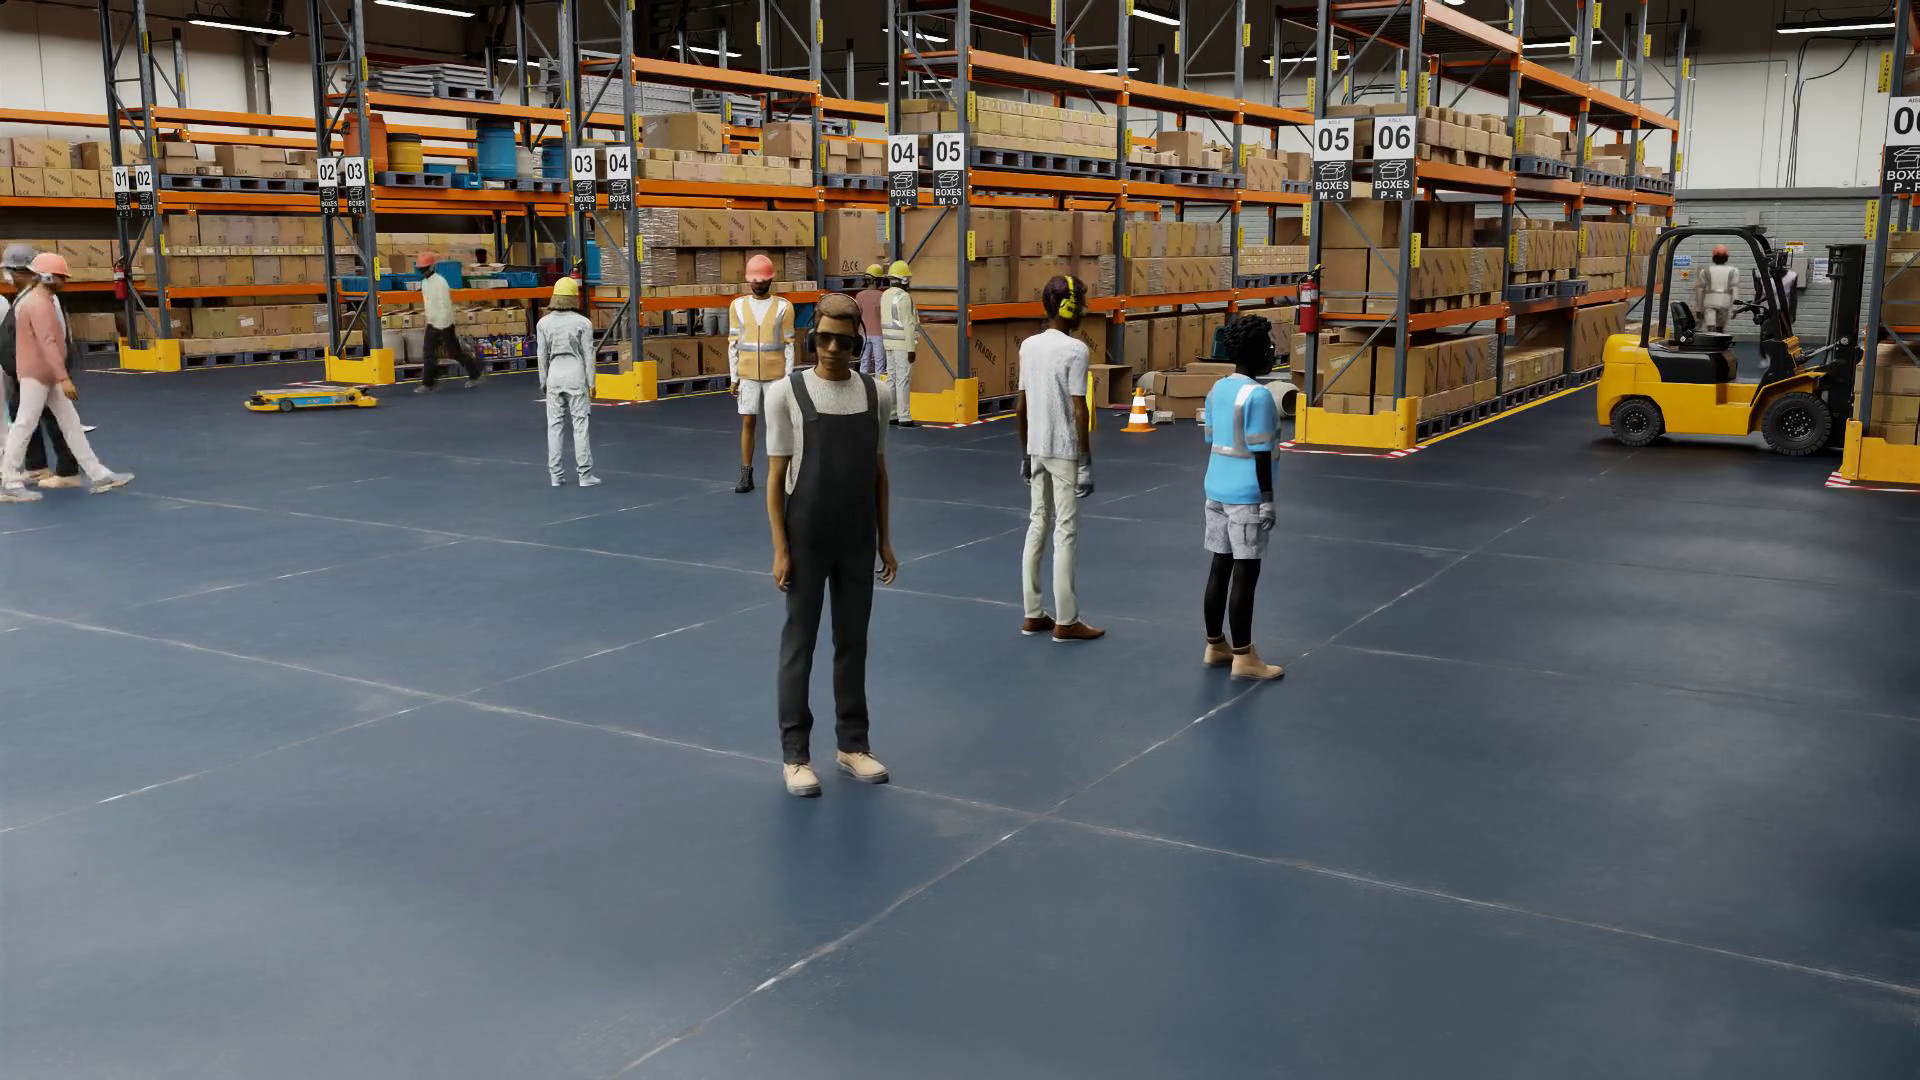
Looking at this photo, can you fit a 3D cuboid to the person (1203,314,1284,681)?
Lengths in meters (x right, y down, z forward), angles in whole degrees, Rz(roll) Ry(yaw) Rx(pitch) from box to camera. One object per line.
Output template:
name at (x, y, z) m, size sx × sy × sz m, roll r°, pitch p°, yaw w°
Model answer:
person at (1.317, -0.197, 7.757) m, size 0.319 × 1.697 × 0.533 m, roll -3°, pitch 11°, yaw -18°

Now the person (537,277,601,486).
person at (-3.268, -1.316, 13.894) m, size 0.493 × 1.742 × 0.322 m, roll 1°, pitch 10°, yaw 7°

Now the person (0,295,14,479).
person at (-8.447, -1.457, 14.236) m, size 0.652 × 1.904 × 0.402 m, roll -4°, pitch 11°, yaw -19°

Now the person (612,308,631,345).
person at (-6.501, -4.594, 32.002) m, size 0.597 × 1.831 × 0.403 m, roll 8°, pitch 13°, yaw 37°

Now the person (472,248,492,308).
person at (-10.020, -5.093, 34.534) m, size 0.603 × 1.939 × 0.841 m, roll 10°, pitch 14°, yaw 43°

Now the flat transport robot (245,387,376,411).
flat transport robot at (-7.955, -1.736, 20.364) m, size 1.431 × 0.197 × 0.652 m, roll -6°, pitch 12°, yaw -28°

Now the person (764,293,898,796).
person at (-0.470, 0.015, 6.167) m, size 0.505 × 1.842 × 0.349 m, roll -6°, pitch 12°, yaw -29°

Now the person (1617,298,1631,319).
person at (12.578, -4.551, 31.750) m, size 0.690 × 1.836 × 0.552 m, roll 5°, pitch 11°, yaw 24°

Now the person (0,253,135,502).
person at (-7.132, -1.282, 13.134) m, size 1.038 × 1.930 × 0.662 m, roll -4°, pitch 11°, yaw -23°

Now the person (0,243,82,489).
person at (-7.653, -1.425, 13.673) m, size 0.672 × 2.000 × 0.705 m, roll -6°, pitch 12°, yaw -30°

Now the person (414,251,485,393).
person at (-7.009, -2.978, 22.743) m, size 0.624 × 1.930 × 1.005 m, roll 8°, pitch 13°, yaw 38°

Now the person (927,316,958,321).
person at (-0.101, -3.286, 24.562) m, size 0.672 × 1.871 × 0.874 m, roll 9°, pitch 13°, yaw 40°

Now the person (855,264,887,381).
person at (-1.047, -2.490, 20.407) m, size 0.527 × 1.768 × 0.314 m, roll 6°, pitch 12°, yaw 32°

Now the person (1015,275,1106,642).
person at (0.499, -0.415, 8.516) m, size 0.335 × 1.865 × 0.519 m, roll -8°, pitch 13°, yaw -38°

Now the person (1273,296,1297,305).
person at (6.383, -4.733, 32.565) m, size 0.611 × 1.904 × 0.499 m, roll 8°, pitch 13°, yaw 36°

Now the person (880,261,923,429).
person at (-0.642, -2.123, 18.172) m, size 0.404 × 1.830 × 0.590 m, roll -6°, pitch 12°, yaw -30°

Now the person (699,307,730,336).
person at (-3.667, -3.436, 25.244) m, size 0.628 × 1.932 × 0.365 m, roll 1°, pitch 10°, yaw 4°

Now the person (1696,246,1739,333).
person at (12.633, -3.907, 27.764) m, size 0.617 × 1.982 × 1.104 m, roll 4°, pitch 11°, yaw 20°

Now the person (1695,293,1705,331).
person at (13.304, -4.041, 29.597) m, size 0.533 × 1.600 × 0.801 m, roll -4°, pitch 11°, yaw -20°

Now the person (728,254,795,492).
person at (-1.612, -1.341, 13.507) m, size 0.543 × 1.932 × 0.365 m, roll 0°, pitch 10°, yaw 0°

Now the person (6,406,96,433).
person at (-9.782, -1.967, 17.618) m, size 0.915 × 1.714 × 0.545 m, roll -4°, pitch 11°, yaw -22°

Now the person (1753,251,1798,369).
person at (13.056, -3.667, 26.643) m, size 0.628 × 1.897 × 0.493 m, roll 5°, pitch 11°, yaw 28°
